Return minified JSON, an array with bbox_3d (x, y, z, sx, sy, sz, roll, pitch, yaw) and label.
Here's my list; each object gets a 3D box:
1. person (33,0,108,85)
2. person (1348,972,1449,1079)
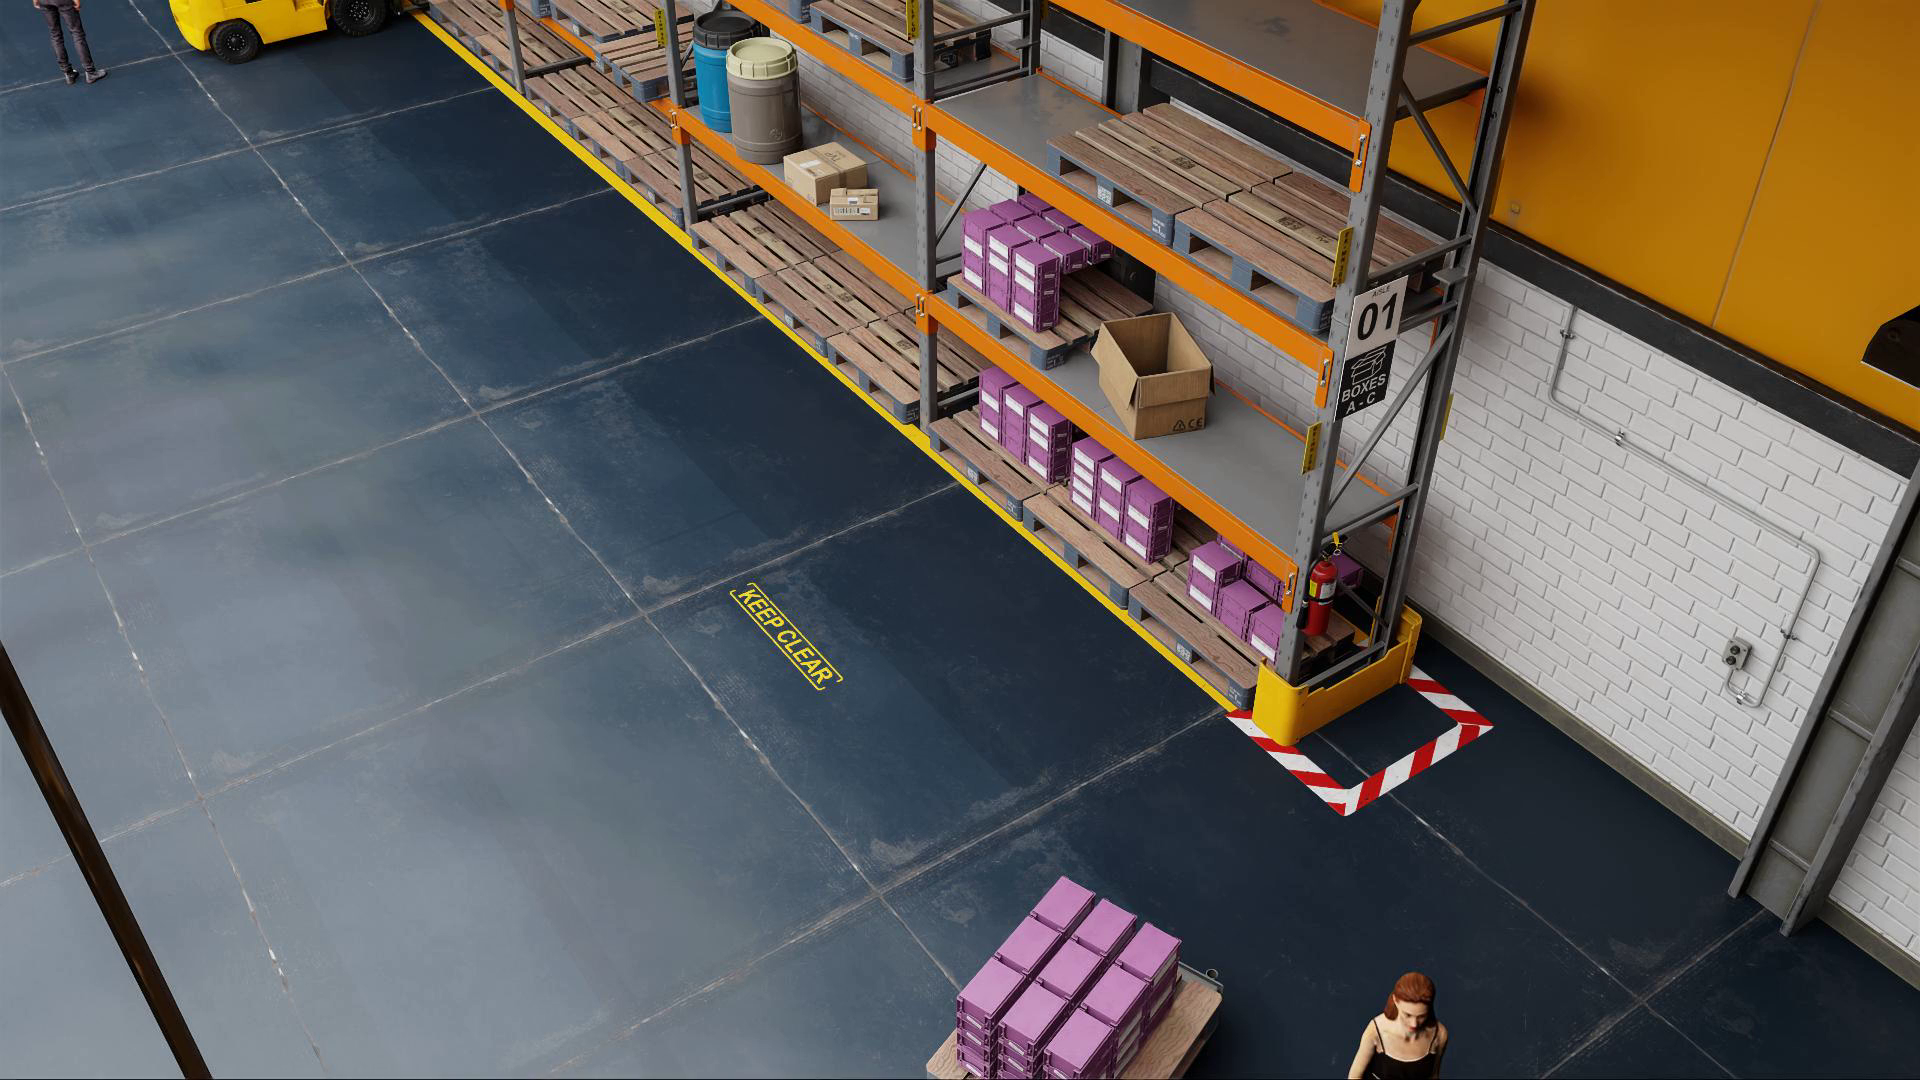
[{"bbox_3d":[-9.833,-5.892,18.054,0.724,1.869,0.730,-1,39,-2],"label":"person"},{"bbox_3d":[1.983,2.555,7.672,0.684,1.625,0.725,-1,39,-1],"label":"person"}]
